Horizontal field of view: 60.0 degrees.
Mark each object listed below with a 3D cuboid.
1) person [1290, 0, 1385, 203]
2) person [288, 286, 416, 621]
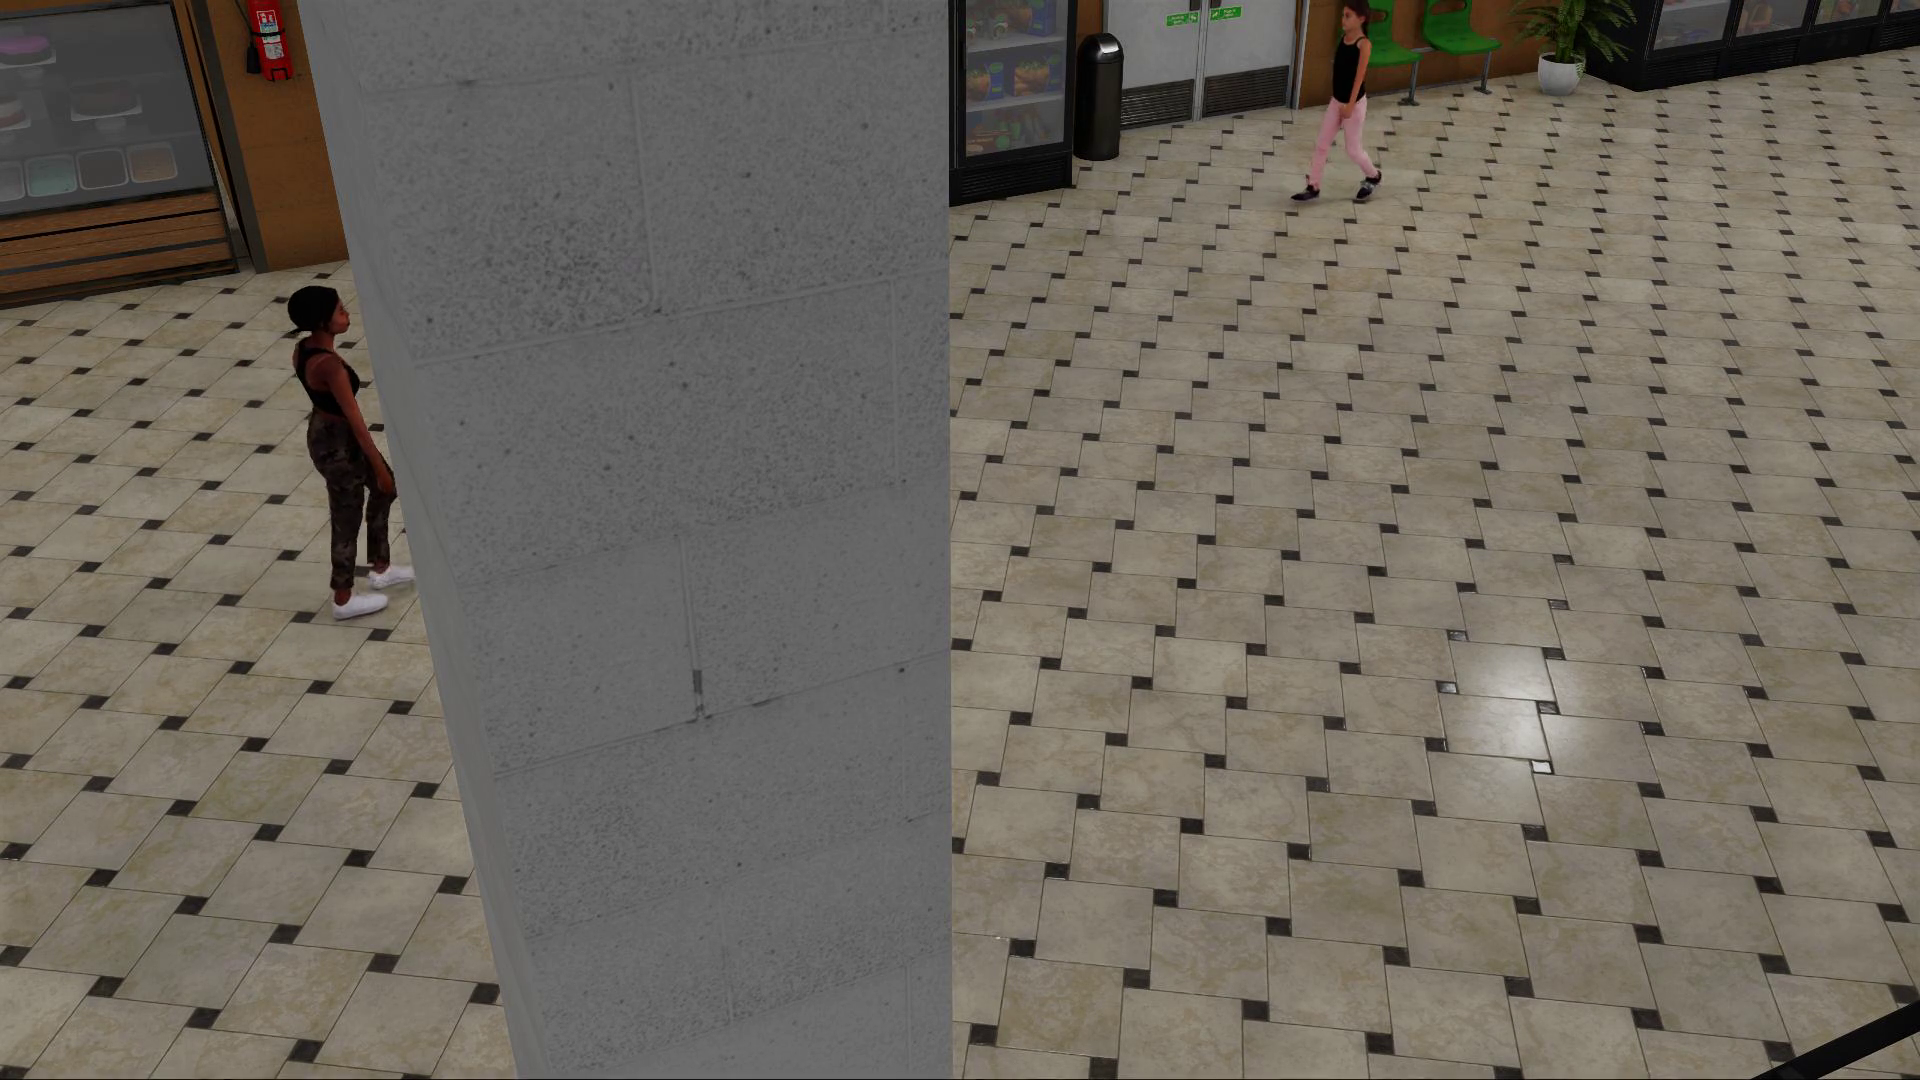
[{"bbox_3d":[2.978,-3.284,12.536,0.591,1.539,0.938,-16,35,-24],"label":"person"},{"bbox_3d":[-2.949,-0.365,7.709,0.711,1.682,0.667,-19,37,-28],"label":"person"}]
